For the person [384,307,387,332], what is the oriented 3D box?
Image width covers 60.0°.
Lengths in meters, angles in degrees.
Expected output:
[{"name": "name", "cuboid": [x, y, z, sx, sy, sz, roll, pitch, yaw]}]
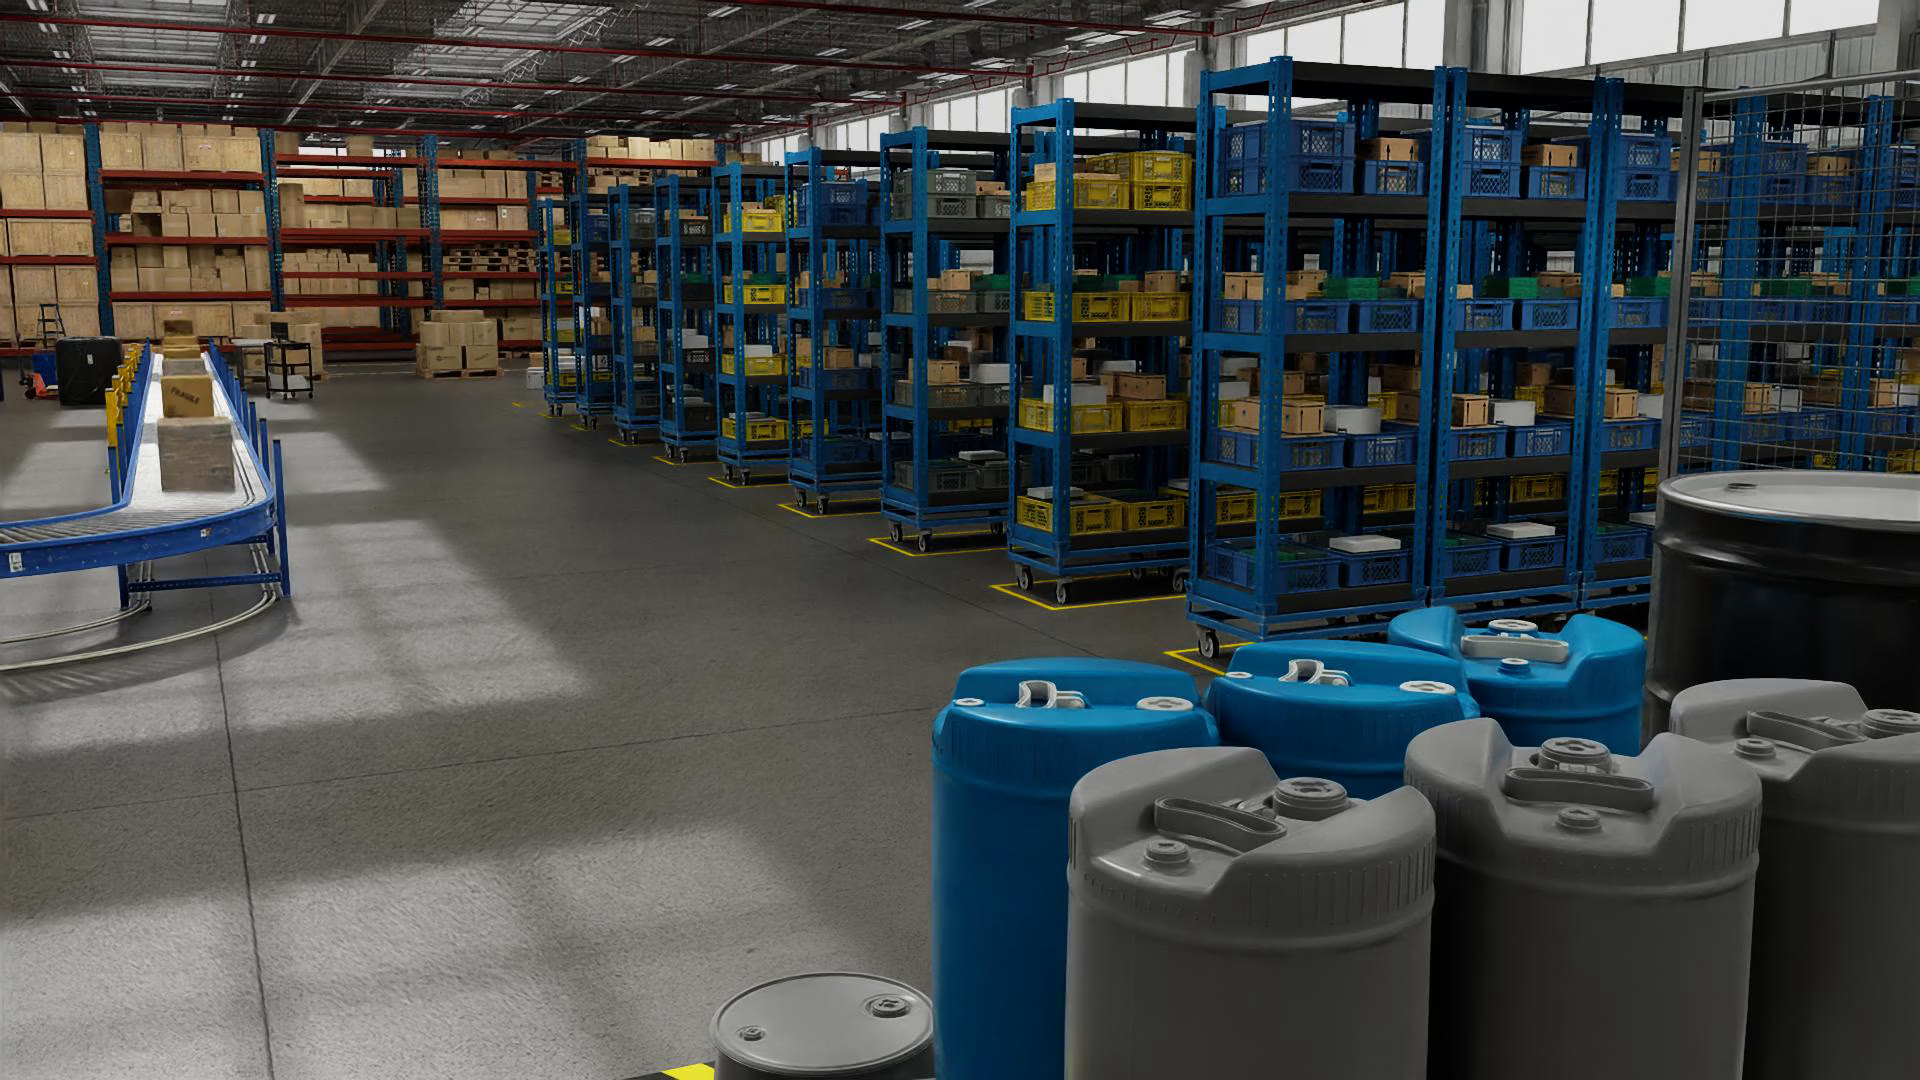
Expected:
[{"name": "person", "cuboid": [-20.954, -8.230, 60.663, 0.296, 1.745, 0.484, -6, 11, -32]}]

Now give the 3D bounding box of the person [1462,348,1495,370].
[{"name": "person", "cuboid": [6.125, -1.636, 19.512, 0.577, 1.827, 0.776, -4, 10, -25]}]

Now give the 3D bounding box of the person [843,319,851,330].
[{"name": "person", "cuboid": [-2.221, -3.534, 30.757, 0.395, 1.990, 0.619, 9, 13, 44]}]

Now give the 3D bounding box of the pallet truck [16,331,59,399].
[{"name": "pallet truck", "cuboid": [-17.082, -3.353, 31.781, 1.630, 1.274, 0.653, -4, 10, -25]}]

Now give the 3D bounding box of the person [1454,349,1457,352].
[{"name": "person", "cuboid": [6.364, -1.996, 21.713, 0.404, 1.832, 0.592, -5, 11, -31]}]
